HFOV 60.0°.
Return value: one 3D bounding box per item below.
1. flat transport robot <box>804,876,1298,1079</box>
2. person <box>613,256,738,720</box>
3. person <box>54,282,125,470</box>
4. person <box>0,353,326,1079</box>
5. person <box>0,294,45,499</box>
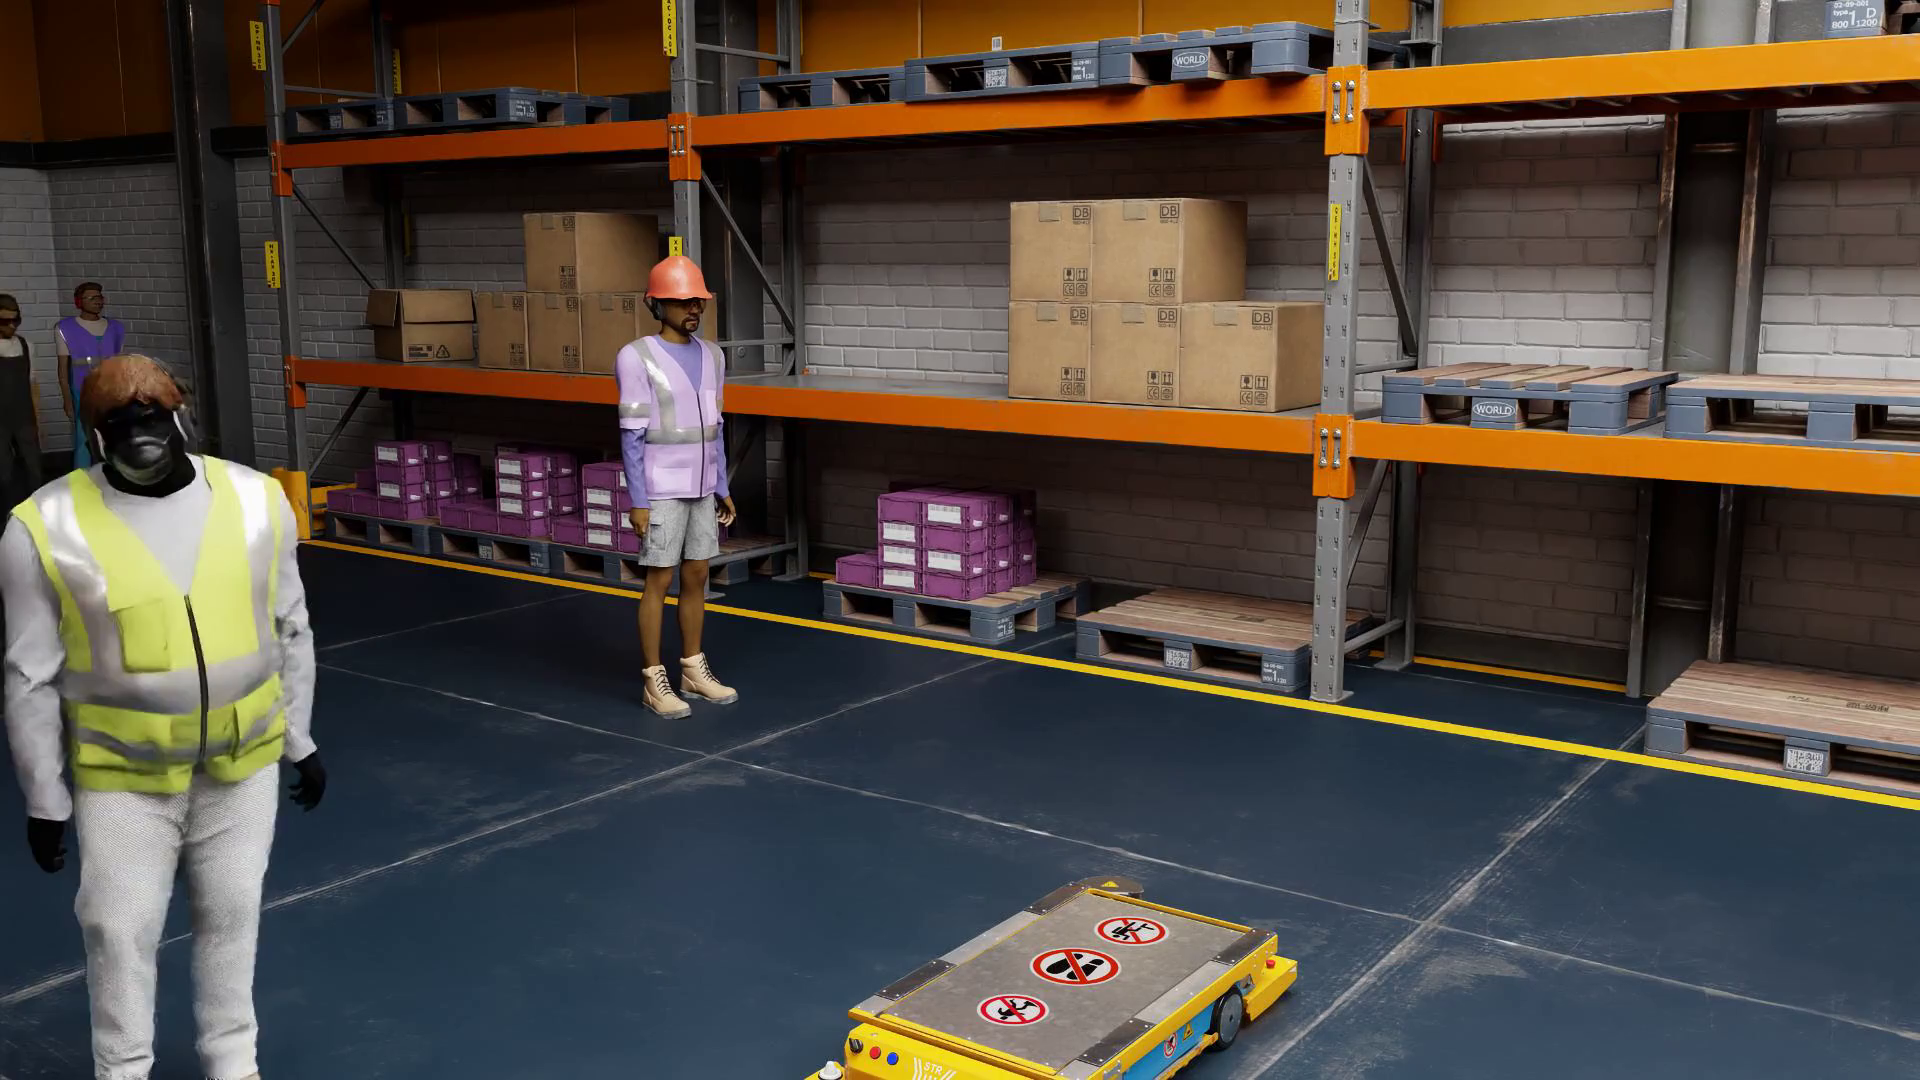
[{"bbox_3d":[0.254,1.194,4.191,0.652,0.197,1.431,7,12,35],"label":"flat transport robot"},{"bbox_3d":[-1.240,-0.236,7.437,0.376,2.043,0.609,7,12,35],"label":"person"},{"bbox_3d":[-7.154,-1.201,13.756,0.387,1.849,0.566,7,12,35],"label":"person"},{"bbox_3d":[-1.770,0.501,3.745,0.656,1.826,0.445,-8,13,-41],"label":"person"},{"bbox_3d":[-6.613,-0.791,11.468,0.606,1.804,0.530,5,11,30],"label":"person"}]
